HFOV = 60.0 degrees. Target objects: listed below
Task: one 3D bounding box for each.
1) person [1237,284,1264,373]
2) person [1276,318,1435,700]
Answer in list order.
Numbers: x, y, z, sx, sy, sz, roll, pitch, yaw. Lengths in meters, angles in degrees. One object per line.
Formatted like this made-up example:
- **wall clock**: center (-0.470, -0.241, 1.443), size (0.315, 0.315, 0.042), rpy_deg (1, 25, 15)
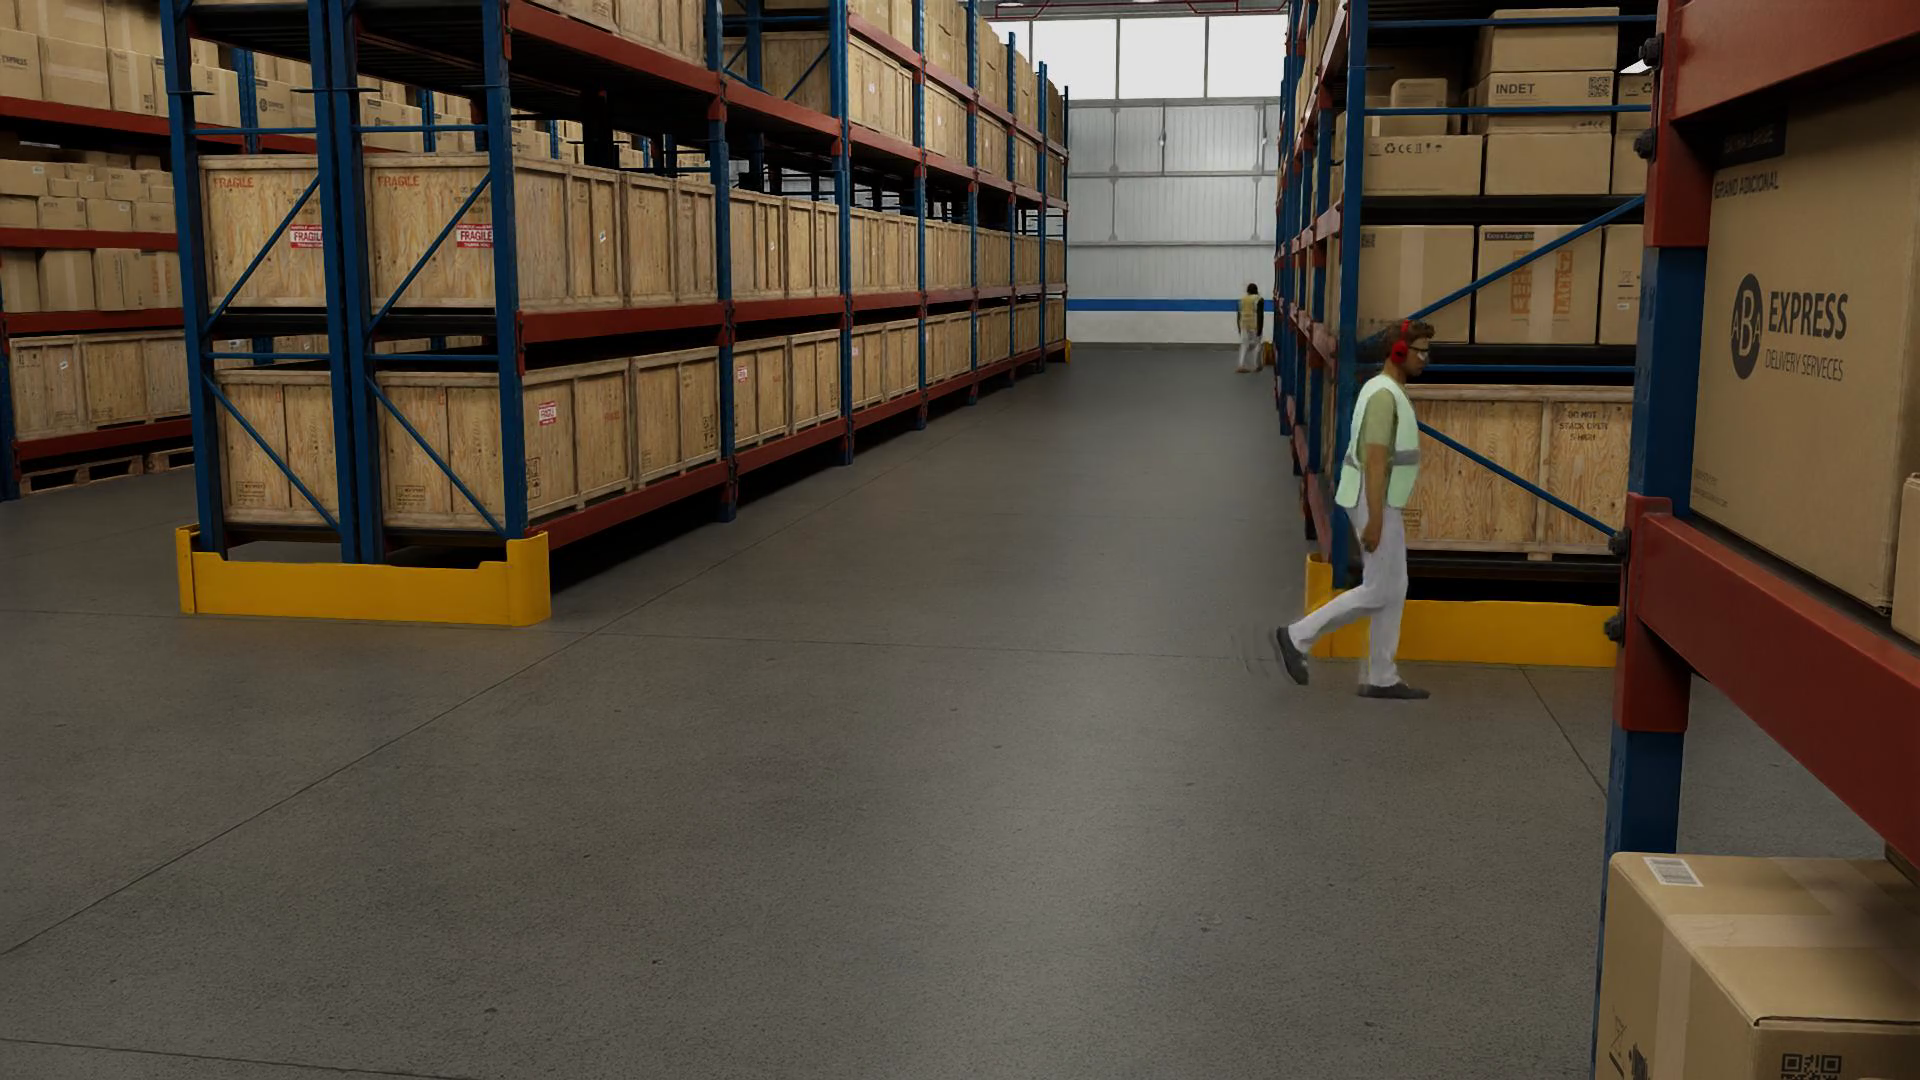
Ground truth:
- **person**: center (5.852, -4.258, 33.501), size (0.636, 1.780, 0.942), rpy_deg (8, 12, 40)
- **person**: center (1.908, -0.143, 7.897), size (0.639, 1.810, 0.594), rpy_deg (3, 10, 17)
